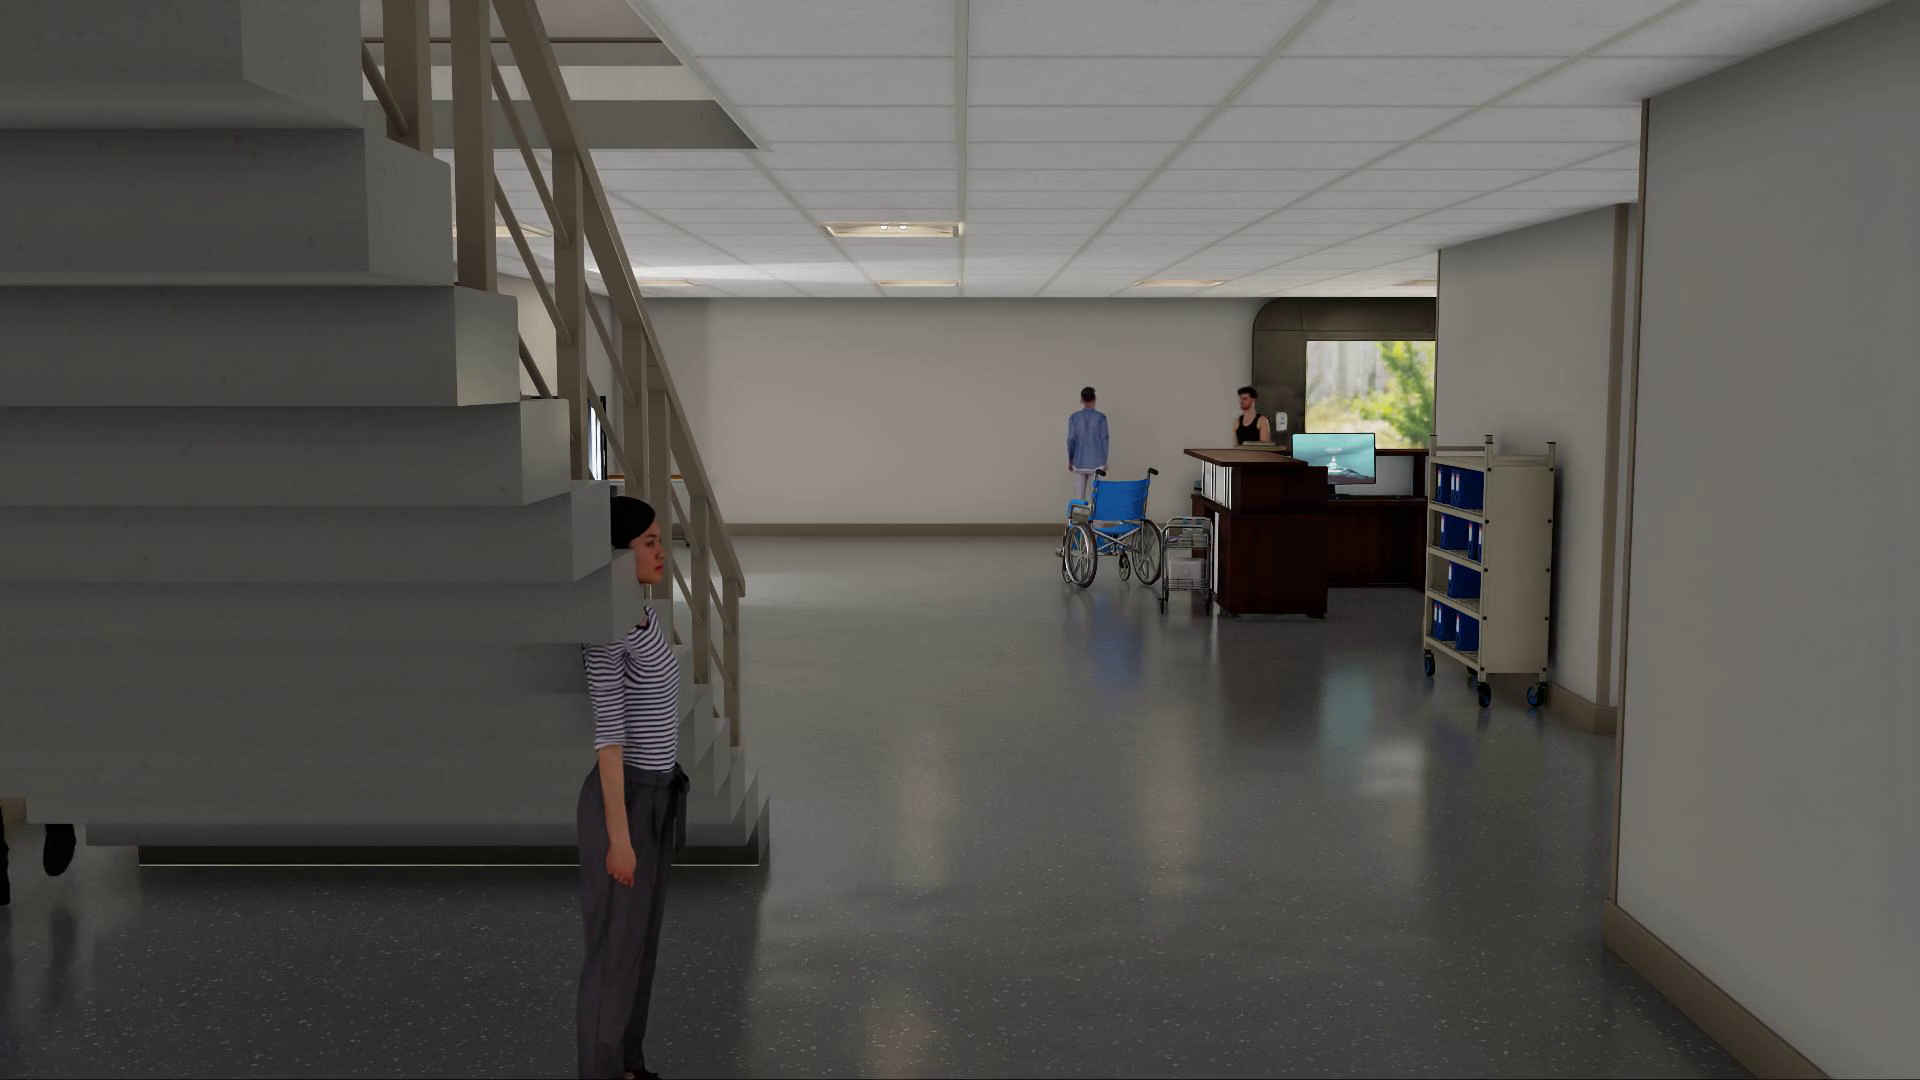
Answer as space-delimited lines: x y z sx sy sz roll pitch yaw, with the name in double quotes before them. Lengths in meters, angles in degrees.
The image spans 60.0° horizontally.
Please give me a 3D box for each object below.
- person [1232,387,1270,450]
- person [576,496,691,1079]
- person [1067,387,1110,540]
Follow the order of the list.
"person" 3.390 -0.803 19.117 1.048 1.877 1.114 6 8 44
"person" -0.914 0.741 4.488 0.655 1.733 0.453 0 6 2
"person" 1.575 -0.938 20.401 0.728 1.888 0.707 2 6 19
